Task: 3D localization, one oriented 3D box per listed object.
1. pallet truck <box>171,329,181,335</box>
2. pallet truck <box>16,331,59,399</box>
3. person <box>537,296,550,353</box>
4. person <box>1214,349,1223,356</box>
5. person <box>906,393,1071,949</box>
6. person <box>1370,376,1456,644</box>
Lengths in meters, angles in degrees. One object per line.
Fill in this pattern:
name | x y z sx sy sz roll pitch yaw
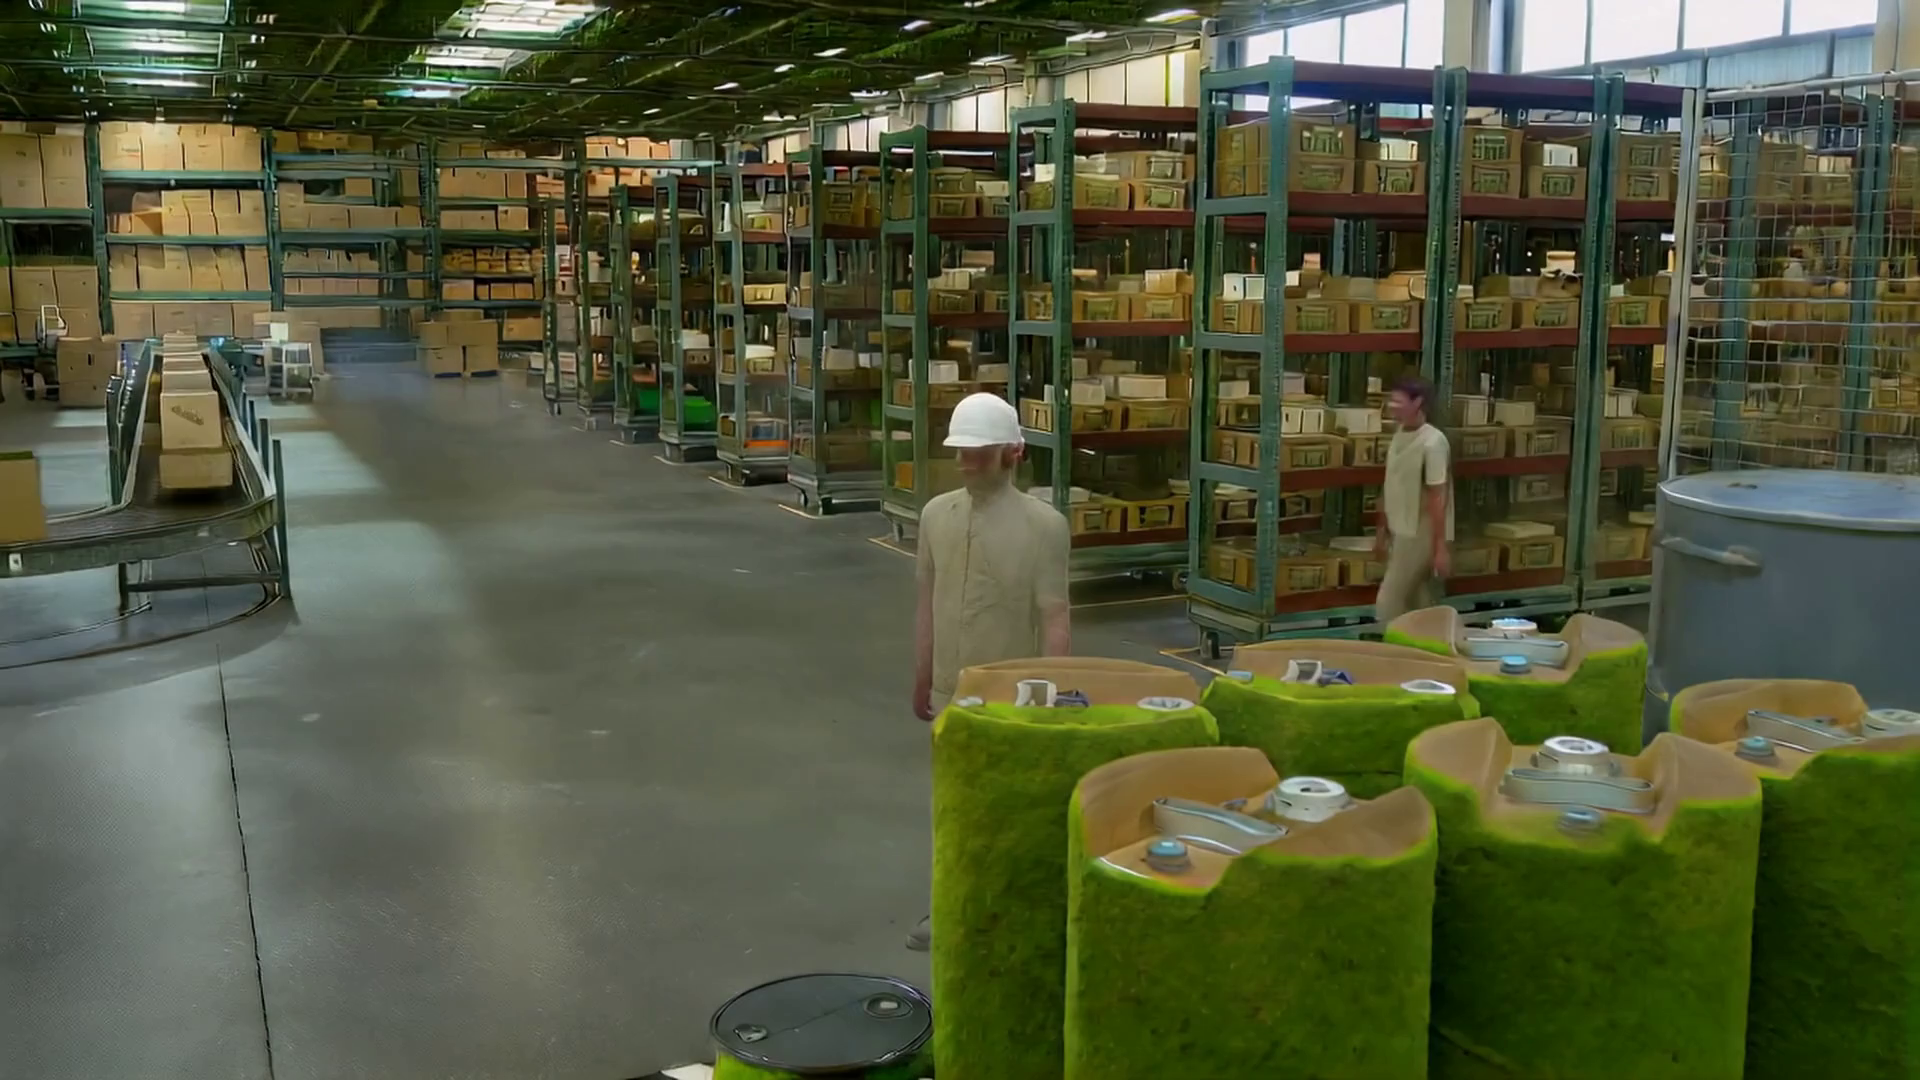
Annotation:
pallet truck | -17.275 -3.851 35.096 1.601 1.201 0.680 0 9 1
pallet truck | -17.082 -3.353 31.781 1.630 1.274 0.653 -4 10 -25
person | -11.486 -5.817 45.677 0.620 1.748 0.542 -4 10 -22
person | 3.460 -2.241 23.231 0.591 1.833 0.404 6 11 32
person | 0.087 0.484 5.824 0.608 1.995 0.377 5 11 29
person | 2.445 -0.002 9.343 0.671 1.823 0.607 -1 9 -6
